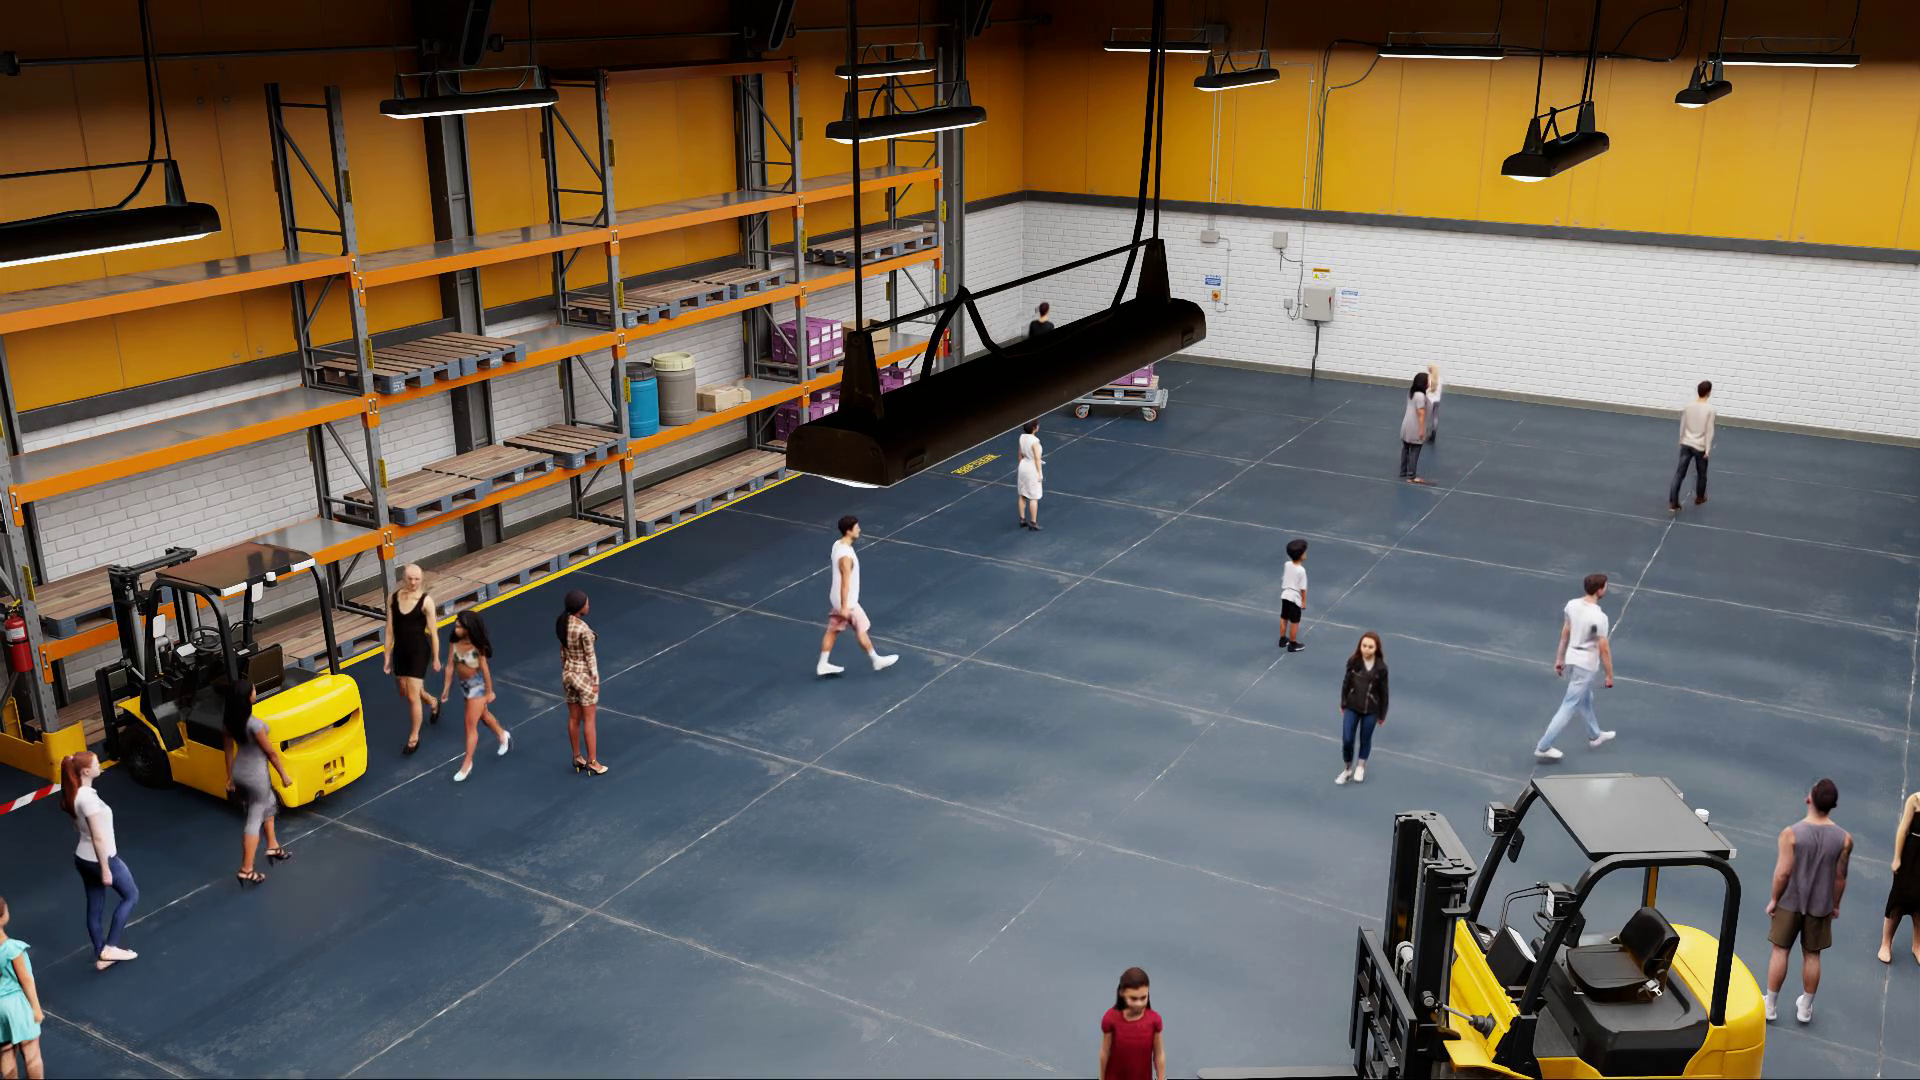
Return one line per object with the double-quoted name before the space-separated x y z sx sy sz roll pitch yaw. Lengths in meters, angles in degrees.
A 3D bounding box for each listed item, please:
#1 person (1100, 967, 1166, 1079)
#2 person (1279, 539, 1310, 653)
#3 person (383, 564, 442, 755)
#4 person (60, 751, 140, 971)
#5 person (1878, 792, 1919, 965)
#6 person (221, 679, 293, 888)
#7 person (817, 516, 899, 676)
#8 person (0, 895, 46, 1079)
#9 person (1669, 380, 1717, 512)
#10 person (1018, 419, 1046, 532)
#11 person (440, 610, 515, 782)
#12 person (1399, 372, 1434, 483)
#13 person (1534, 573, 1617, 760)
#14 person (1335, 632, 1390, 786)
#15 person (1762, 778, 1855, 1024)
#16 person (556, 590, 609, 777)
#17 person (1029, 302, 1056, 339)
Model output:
"person" 1.016 3.213 10.031 0.911 1.523 1.075 -2 19 -5
"person" 3.642 0.599 18.212 0.600 1.256 0.562 -11 21 -29
"person" -5.203 1.091 15.935 0.824 1.778 1.130 7 20 19
"person" -6.401 2.386 12.163 0.612 1.730 0.591 13 23 34
"person" 7.151 2.379 12.348 0.623 1.625 0.643 5 19 14
"person" -5.743 1.980 13.316 0.608 1.763 0.782 12 22 32
"person" -1.287 0.627 17.374 1.174 1.737 1.110 -5 19 -14
"person" -6.096 2.978 10.676 0.610 1.557 0.615 4 19 11
"person" 10.013 -1.242 22.790 1.267 1.823 0.915 -16 24 -39
"person" 0.929 -0.895 22.179 0.635 1.555 0.629 -13 23 -34
"person" -4.431 1.381 15.368 0.590 1.590 1.014 11 22 31
"person" 6.667 -1.668 24.393 0.832 1.608 0.766 -3 19 -9
"person" 5.722 1.222 15.509 1.287 1.801 1.178 -6 20 -18
"person" 3.692 1.503 15.190 0.625 1.472 0.656 8 20 22
"person" 5.854 2.493 11.530 0.703 1.846 0.693 3 19 10
"person" -3.487 1.314 15.250 0.607 1.791 0.580 14 23 36
"person" 1.362 -3.094 28.260 0.683 1.843 0.621 7 20 21
